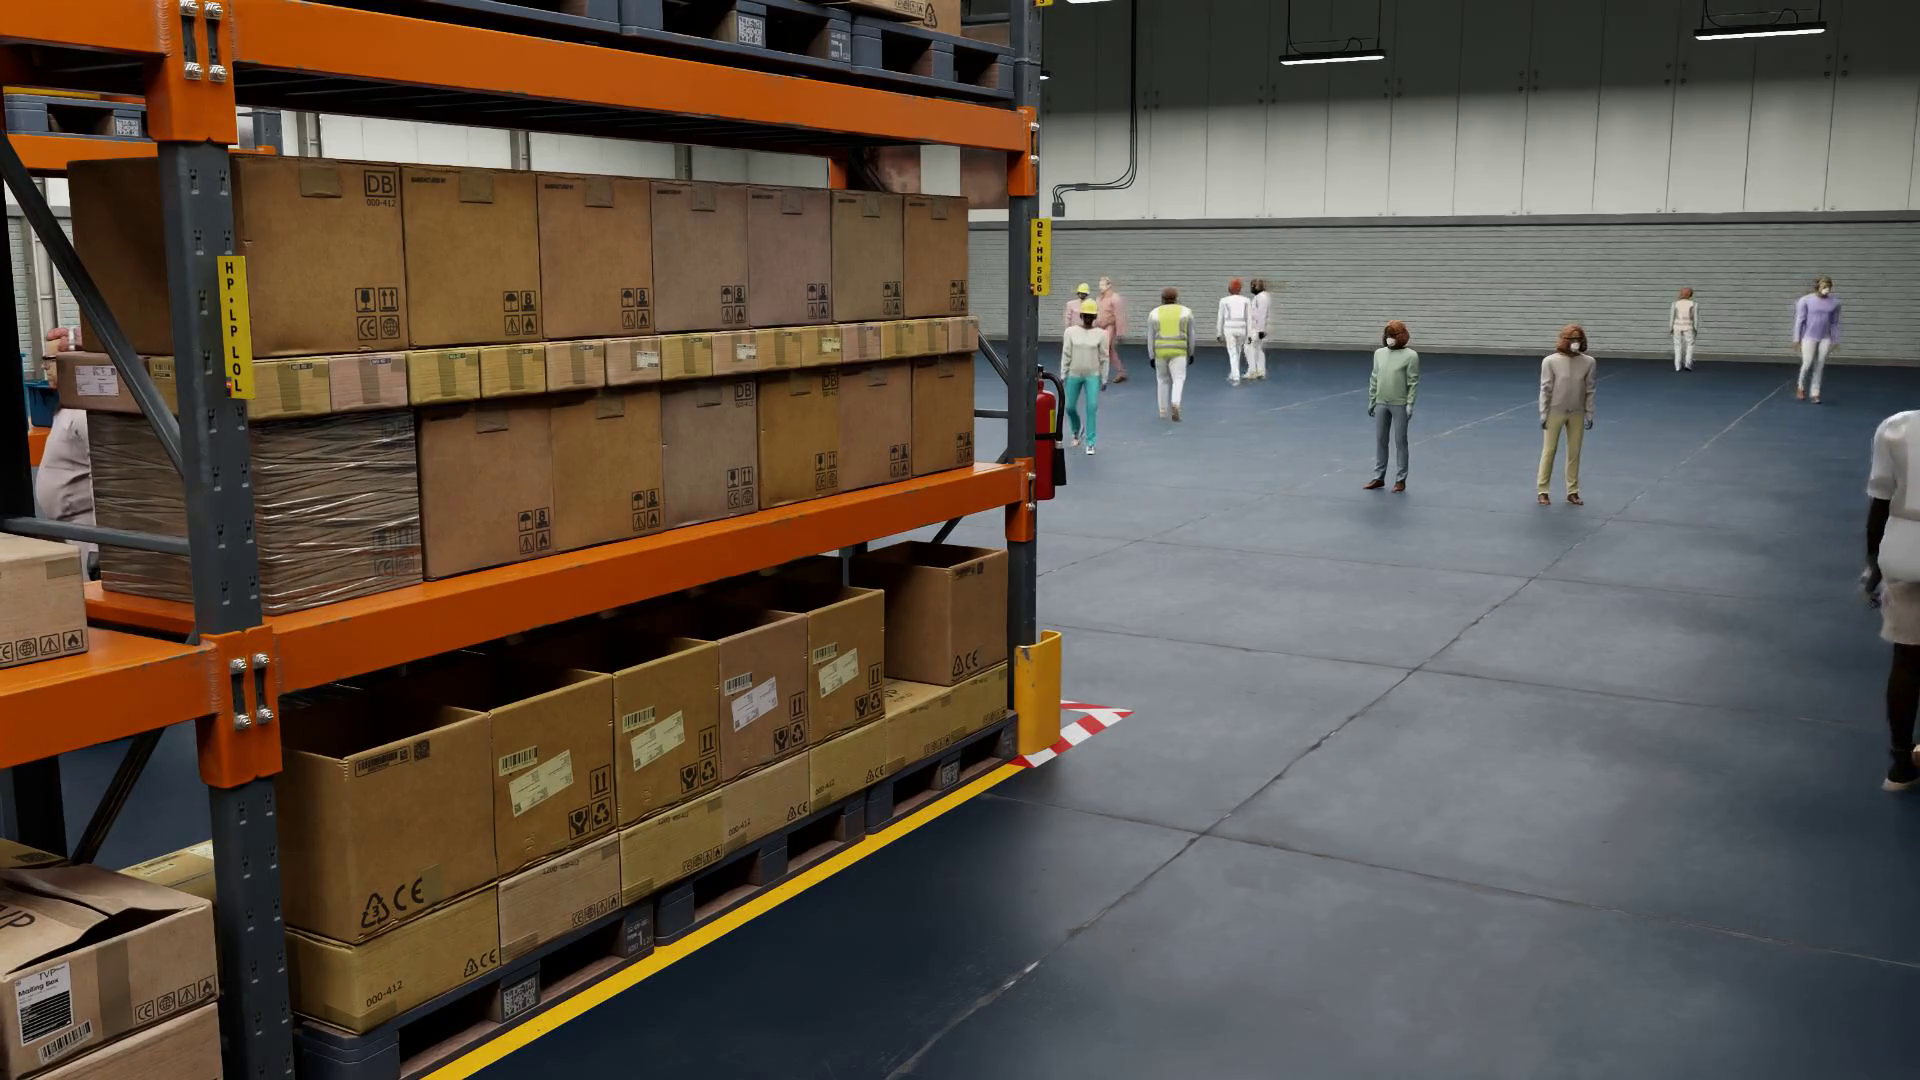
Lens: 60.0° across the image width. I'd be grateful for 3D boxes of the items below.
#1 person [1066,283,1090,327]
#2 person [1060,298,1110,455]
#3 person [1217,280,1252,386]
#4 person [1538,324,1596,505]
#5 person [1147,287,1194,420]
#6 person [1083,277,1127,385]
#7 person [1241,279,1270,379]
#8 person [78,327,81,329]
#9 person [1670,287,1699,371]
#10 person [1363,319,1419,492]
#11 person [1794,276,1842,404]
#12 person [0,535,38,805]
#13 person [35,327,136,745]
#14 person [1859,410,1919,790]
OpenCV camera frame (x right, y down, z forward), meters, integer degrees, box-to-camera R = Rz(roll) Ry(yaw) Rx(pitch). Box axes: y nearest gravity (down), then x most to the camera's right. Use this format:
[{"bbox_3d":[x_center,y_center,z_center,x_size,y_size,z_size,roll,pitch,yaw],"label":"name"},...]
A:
[{"bbox_3d":[2.160,-3.710,29.734,0.551,1.735,0.474,0,10,-1],"label":"person"},{"bbox_3d":[1.418,-1.859,18.853,0.569,1.752,0.585,2,10,12],"label":"person"},{"bbox_3d":[4.737,-3.571,28.697,0.573,1.828,1.005,-1,10,-8],"label":"person"},{"bbox_3d":[5.426,-1.116,14.896,0.501,1.624,0.293,0,10,-1],"label":"person"},{"bbox_3d":[2.862,-2.533,22.638,0.631,1.815,0.793,2,10,11],"label":"person"},{"bbox_3d":[2.553,-3.644,29.020,1.006,1.866,0.655,-5,11,-29],"label":"person"},{"bbox_3d":[5.299,-3.810,30.095,0.612,1.816,0.654,1,10,6],"label":"person"},{"bbox_3d":[-8.418,-1.448,16.191,0.588,1.841,0.932,3,10,17],"label":"person"},{"bbox_3d":[13.953,-4.053,32.062,0.540,1.634,0.366,7,12,36],"label":"person"},{"bbox_3d":[4.097,-1.272,15.779,0.289,1.632,0.497,-9,13,-43],"label":"person"},{"bbox_3d":[12.985,-3.024,25.157,0.661,1.928,0.419,1,10,5],"label":"person"},{"bbox_3d":[-3.842,0.180,6.254,0.635,1.998,0.979,-1,10,-9],"label":"person"},{"bbox_3d":[-4.004,-0.020,7.648,0.403,1.906,0.651,-6,11,-32],"label":"person"},{"bbox_3d":[3.977,0.112,6.767,0.619,1.952,0.514,9,13,43],"label":"person"}]
